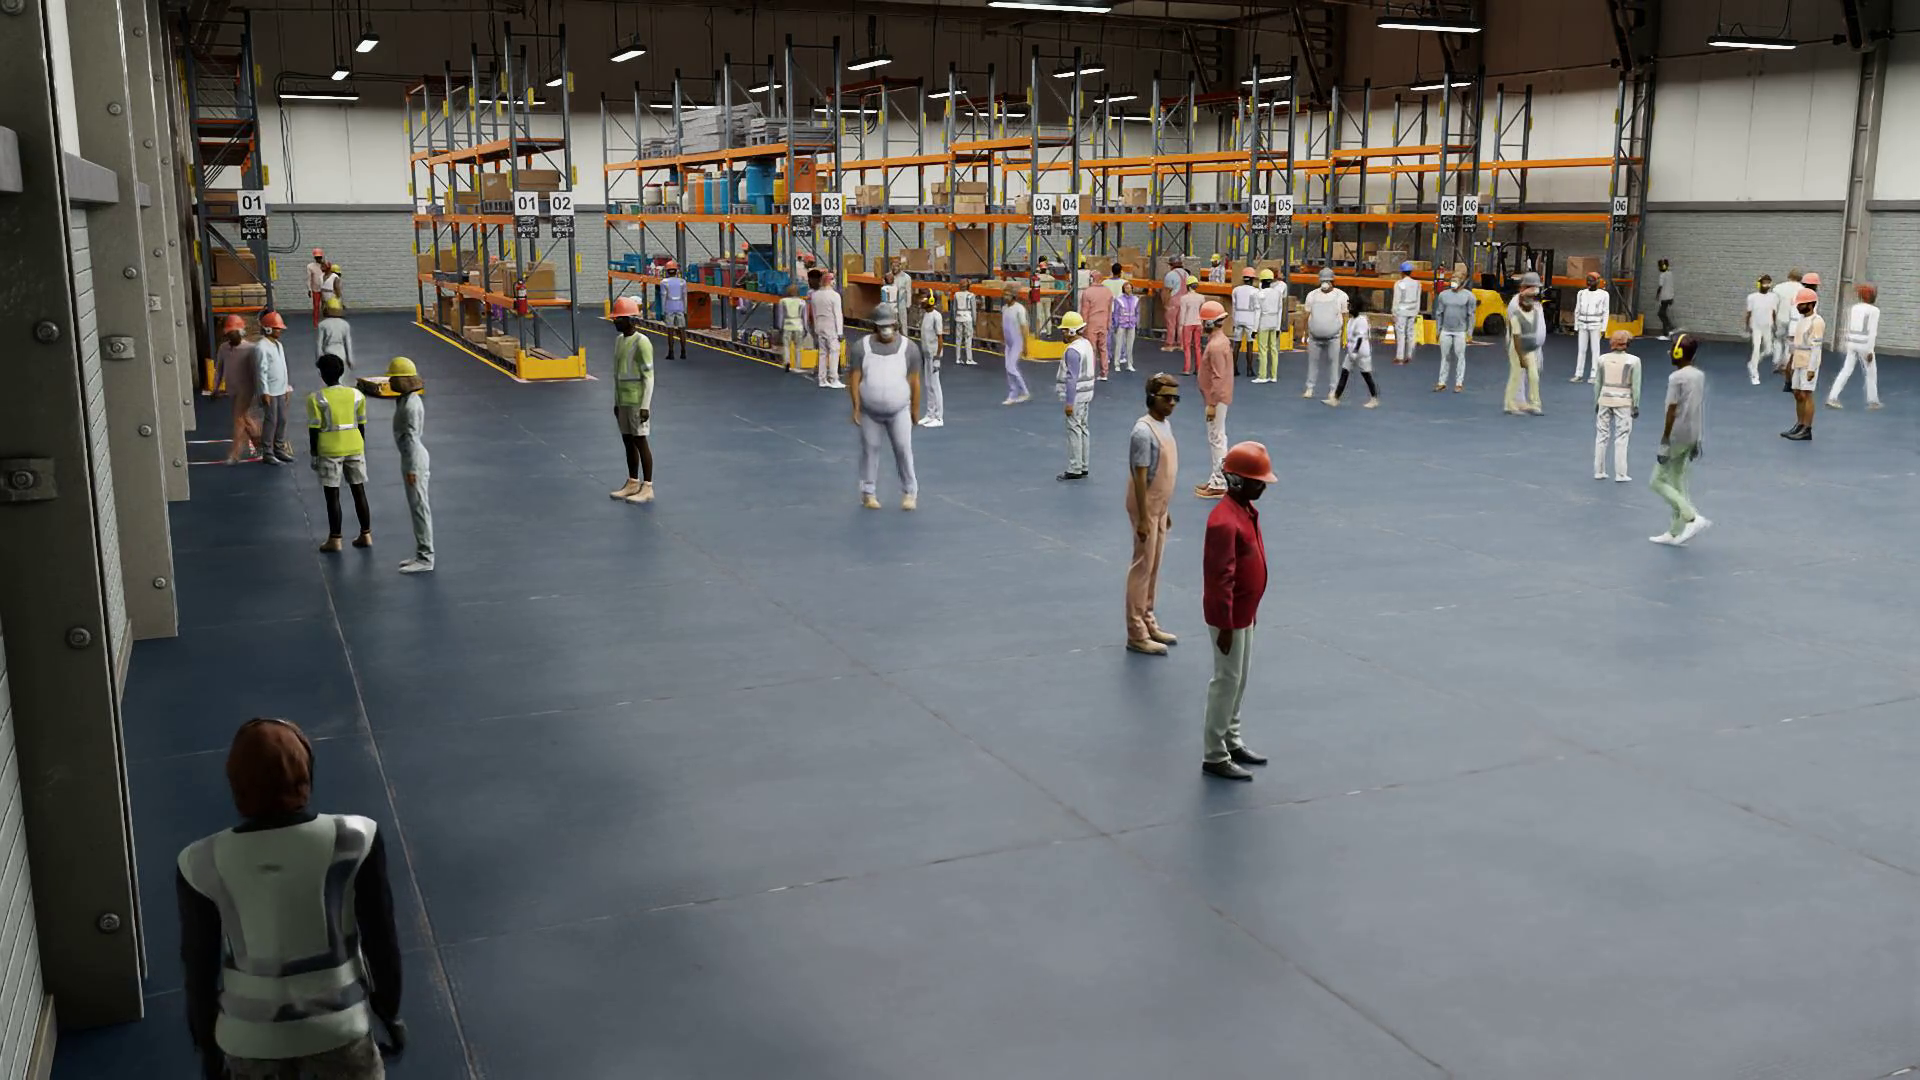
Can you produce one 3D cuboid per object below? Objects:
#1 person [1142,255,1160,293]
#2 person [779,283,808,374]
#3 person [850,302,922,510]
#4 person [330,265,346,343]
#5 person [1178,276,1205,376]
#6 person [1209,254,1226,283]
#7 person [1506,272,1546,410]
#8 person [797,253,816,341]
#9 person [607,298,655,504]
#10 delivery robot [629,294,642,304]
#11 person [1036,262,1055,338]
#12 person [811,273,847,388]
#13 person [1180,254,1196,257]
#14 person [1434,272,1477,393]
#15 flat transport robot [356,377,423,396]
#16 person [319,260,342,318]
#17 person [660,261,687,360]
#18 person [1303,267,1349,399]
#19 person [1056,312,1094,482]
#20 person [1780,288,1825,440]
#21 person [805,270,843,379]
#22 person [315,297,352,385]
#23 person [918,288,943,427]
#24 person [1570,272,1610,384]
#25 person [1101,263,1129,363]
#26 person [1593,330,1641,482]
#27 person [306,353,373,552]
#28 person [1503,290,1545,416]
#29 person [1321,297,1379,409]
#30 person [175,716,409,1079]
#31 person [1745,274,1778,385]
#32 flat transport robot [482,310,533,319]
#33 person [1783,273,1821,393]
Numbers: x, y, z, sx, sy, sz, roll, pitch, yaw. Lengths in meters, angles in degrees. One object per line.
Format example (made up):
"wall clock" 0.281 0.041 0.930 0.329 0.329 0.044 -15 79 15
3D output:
"person" 4.907 -6.456 42.846 0.382 1.851 0.716 -5 12 -25
"person" -2.982 -3.779 29.780 0.539 1.627 0.411 0 11 -2
"person" -0.724 -1.314 16.208 0.693 2.000 0.536 1 11 3
"person" -13.805 -5.216 36.822 0.313 1.735 0.483 5 12 22
"person" 4.102 -3.801 29.551 0.533 1.768 0.310 -6 13 -29
"person" 6.653 -6.511 43.187 0.405 1.824 0.593 -6 12 -27
"person" 8.311 -2.925 24.396 0.694 2.000 0.549 -9 14 -38
"person" -3.422 -5.438 37.346 0.480 1.973 0.602 4 12 18
"person" -3.290 -1.384 16.558 0.379 2.041 0.616 -9 14 -39
"delivery robot" -9.361 -6.826 47.769 0.477 0.478 0.707 0 11 2
"person" 1.909 -5.548 38.456 0.575 1.749 0.336 -4 12 -19
"person" -2.152 -3.445 27.421 0.643 1.896 0.406 11 15 43
"person" 7.226 -8.372 52.585 0.632 1.842 0.429 -6 13 -27
"person" 7.963 -3.343 26.779 0.627 1.940 0.376 8 14 36
"flat transport robot" -9.144 -2.472 26.607 0.652 0.197 1.431 -7 13 -33
"person" -13.797 -5.205 36.492 0.564 1.841 0.391 7 13 30
"person" -5.650 -4.524 32.814 0.543 1.927 0.375 -5 12 -24
"person" 5.671 -3.213 25.860 0.688 2.000 0.536 5 12 22
"person" 1.235 -1.543 17.936 0.403 1.824 0.598 4 12 19
"person" 10.735 -2.233 21.186 0.392 1.925 0.548 1 11 3
"person" -2.396 -3.783 29.149 0.857 1.905 0.625 -8 14 -34
"person" -8.758 -2.555 23.378 0.865 1.704 0.492 9 14 37
"person" -0.402 -2.462 22.478 0.331 1.874 0.519 -5 12 -22
"person" 10.688 -3.595 28.203 0.361 1.882 0.575 -10 15 -42
"person" 3.004 -4.372 32.059 0.596 1.918 0.384 3 12 15
"person" 7.050 -1.438 17.887 0.313 1.632 0.518 -9 14 -39
"person" -5.305 -0.744 14.214 0.322 1.691 0.533 9 14 39
"person" 8.028 -2.628 23.532 0.650 1.796 0.738 -6 13 -29
"person" 5.813 -2.743 24.462 0.862 1.646 0.543 -3 11 -14
"person" -1.667 1.258 4.181 0.530 1.620 0.491 -3 12 -15
"person" 13.514 -3.555 28.060 0.545 1.846 0.557 0 11 -2
"flat transport robot" -12.359 -6.164 45.367 1.431 0.197 0.652 -5 12 -23
"person" 13.511 -3.307 26.651 0.399 1.927 0.545 -2 11 -10
